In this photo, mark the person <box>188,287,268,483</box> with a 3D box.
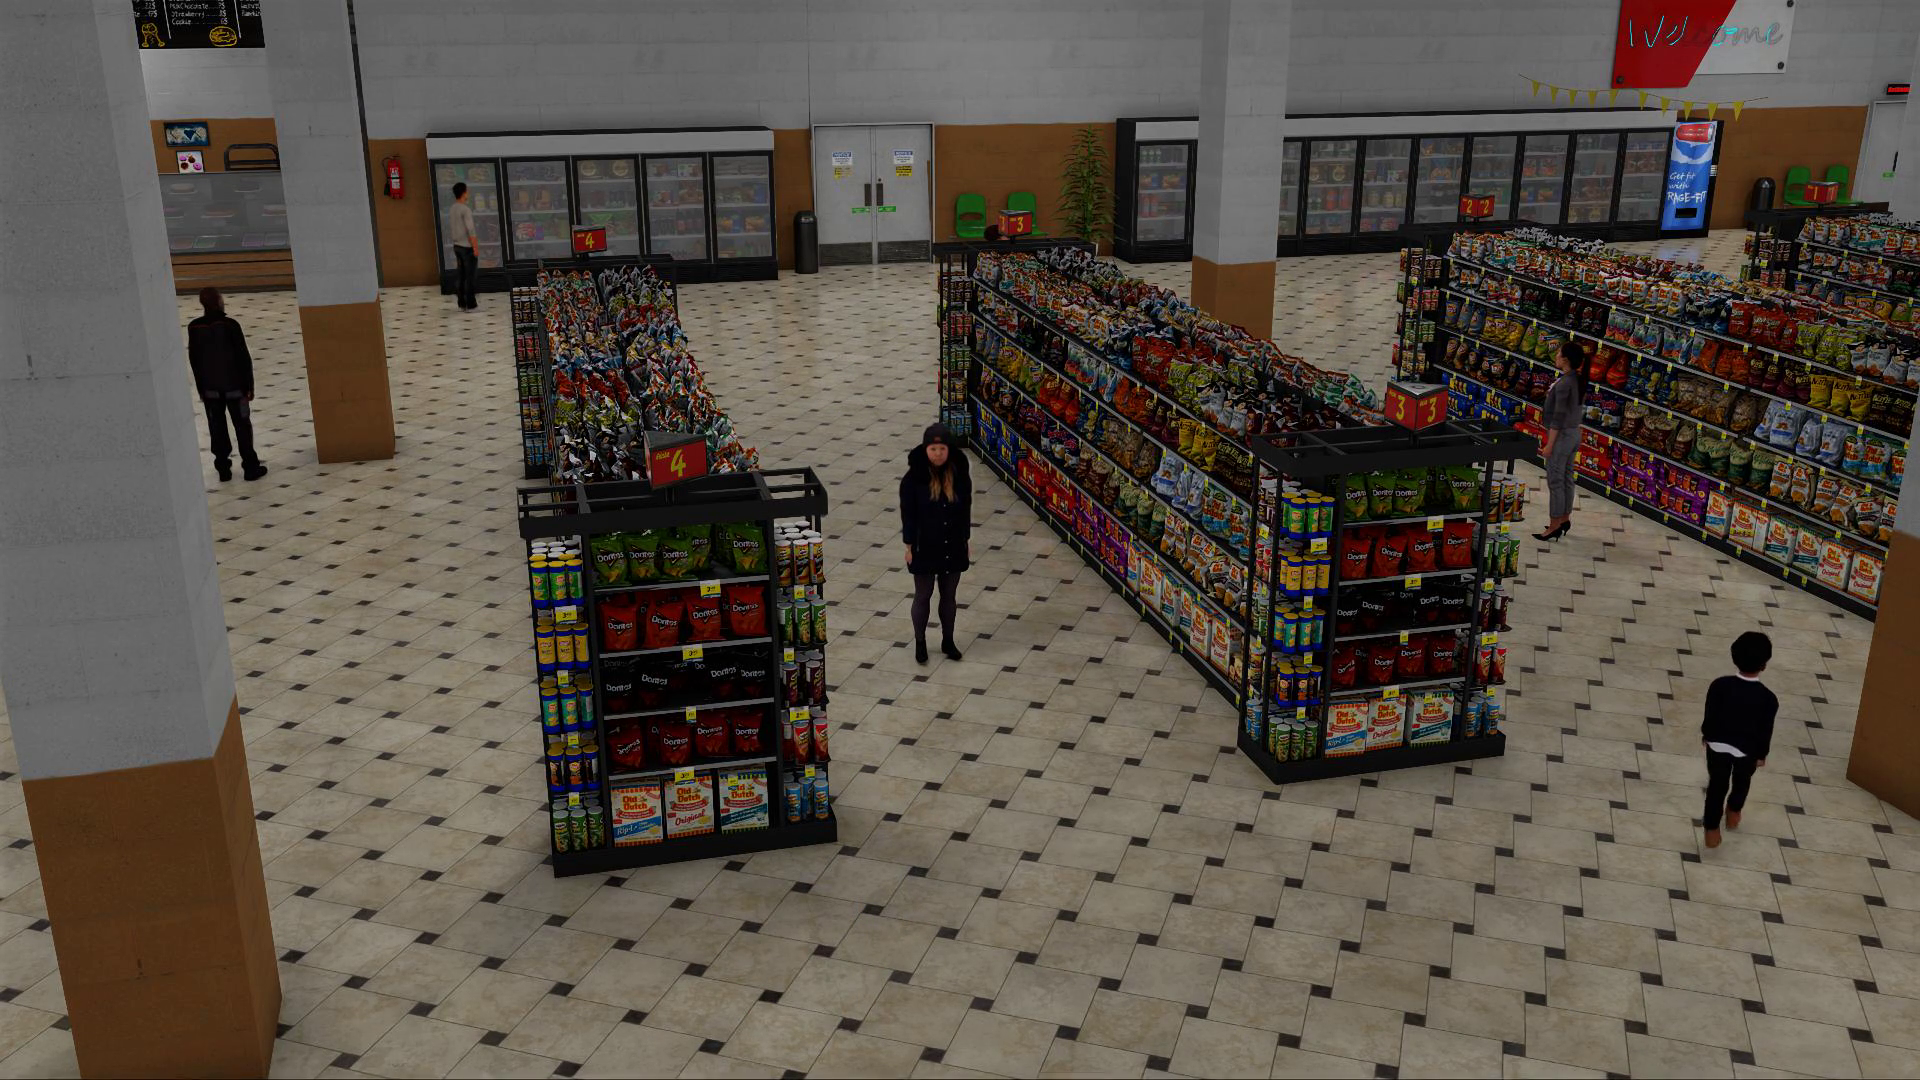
[{"bbox_3d":[-6.879,-1.455,15.537,0.737,1.821,0.651,-2,19,-5],"label":"person"}]

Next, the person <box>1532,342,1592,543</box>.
[{"bbox_3d":[5.030,-0.819,13.877,0.748,1.677,0.722,16,25,40],"label":"person"}]

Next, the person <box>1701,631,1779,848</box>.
[{"bbox_3d":[4.161,1.093,8.948,0.817,1.202,0.878,11,21,29],"label":"person"}]

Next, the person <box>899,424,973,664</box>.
[{"bbox_3d":[-0.162,0.018,11.397,0.658,1.675,0.631,-5,19,-16],"label":"person"}]

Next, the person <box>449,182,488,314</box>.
[{"bbox_3d":[-7.000,-4.125,23.473,0.681,1.811,0.796,16,24,38],"label":"person"}]
